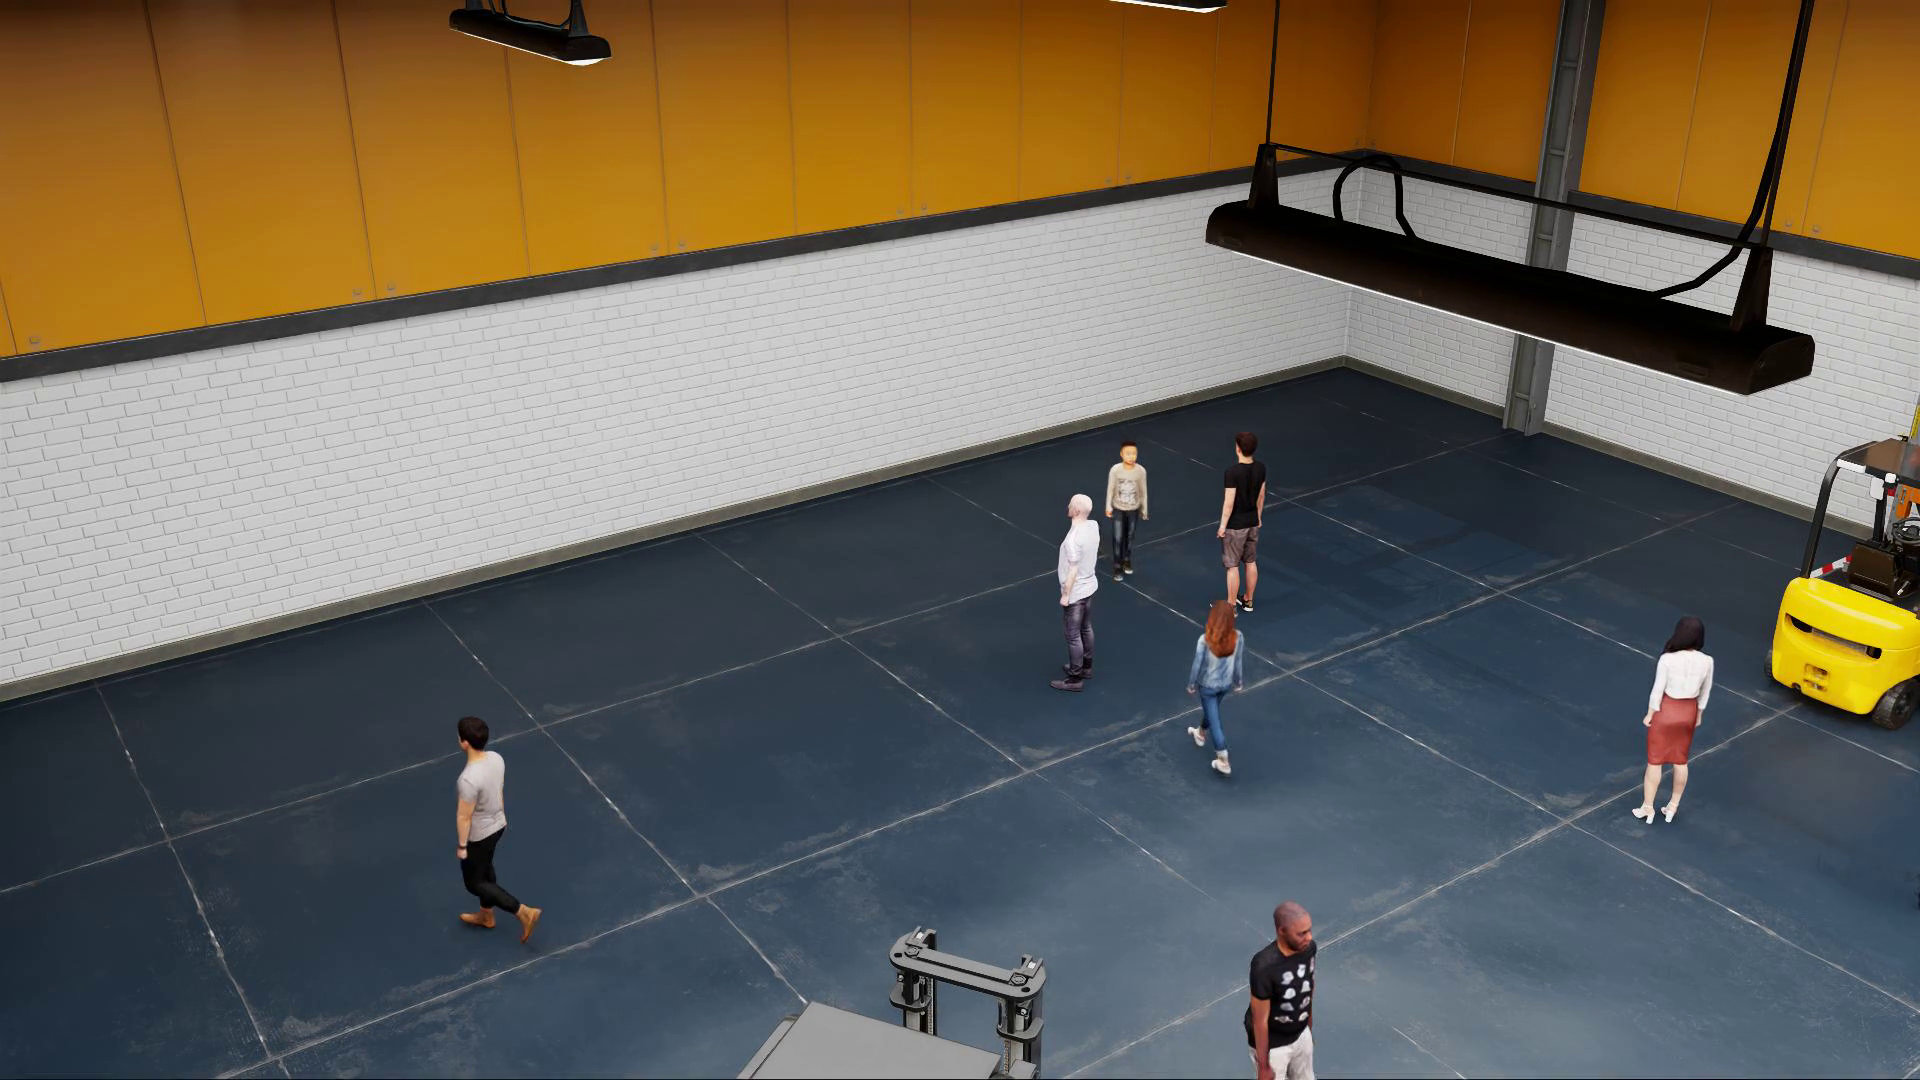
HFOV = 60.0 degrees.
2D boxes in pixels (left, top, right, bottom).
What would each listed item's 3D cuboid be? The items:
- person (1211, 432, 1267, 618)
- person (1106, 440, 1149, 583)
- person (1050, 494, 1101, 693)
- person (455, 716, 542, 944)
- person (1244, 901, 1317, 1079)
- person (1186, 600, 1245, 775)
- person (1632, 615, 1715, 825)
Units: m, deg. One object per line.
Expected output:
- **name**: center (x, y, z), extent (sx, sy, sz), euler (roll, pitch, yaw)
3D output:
- **person**: center (2.713, -0.161, 16.061), extent (0.688, 1.861, 0.562), euler (-14, 27, -29)
- **person**: center (1.688, -0.349, 17.001), extent (0.735, 1.454, 0.814), euler (-2, 24, -5)
- **person**: center (1.050, 0.446, 14.709), extent (0.757, 1.832, 0.749), euler (11, 26, 23)
- **person**: center (-3.201, 1.994, 11.324), extent (1.032, 1.707, 0.944), euler (6, 24, 14)
- **person**: center (1.762, 2.786, 9.395), extent (0.684, 1.801, 0.701), euler (-17, 29, -34)
- **person**: center (2.093, 1.206, 13.457), extent (0.737, 1.443, 1.029), euler (-8, 25, -18)
- **person**: center (5.442, 1.374, 12.686), extent (0.673, 1.751, 0.687), euler (-1, 24, -2)
